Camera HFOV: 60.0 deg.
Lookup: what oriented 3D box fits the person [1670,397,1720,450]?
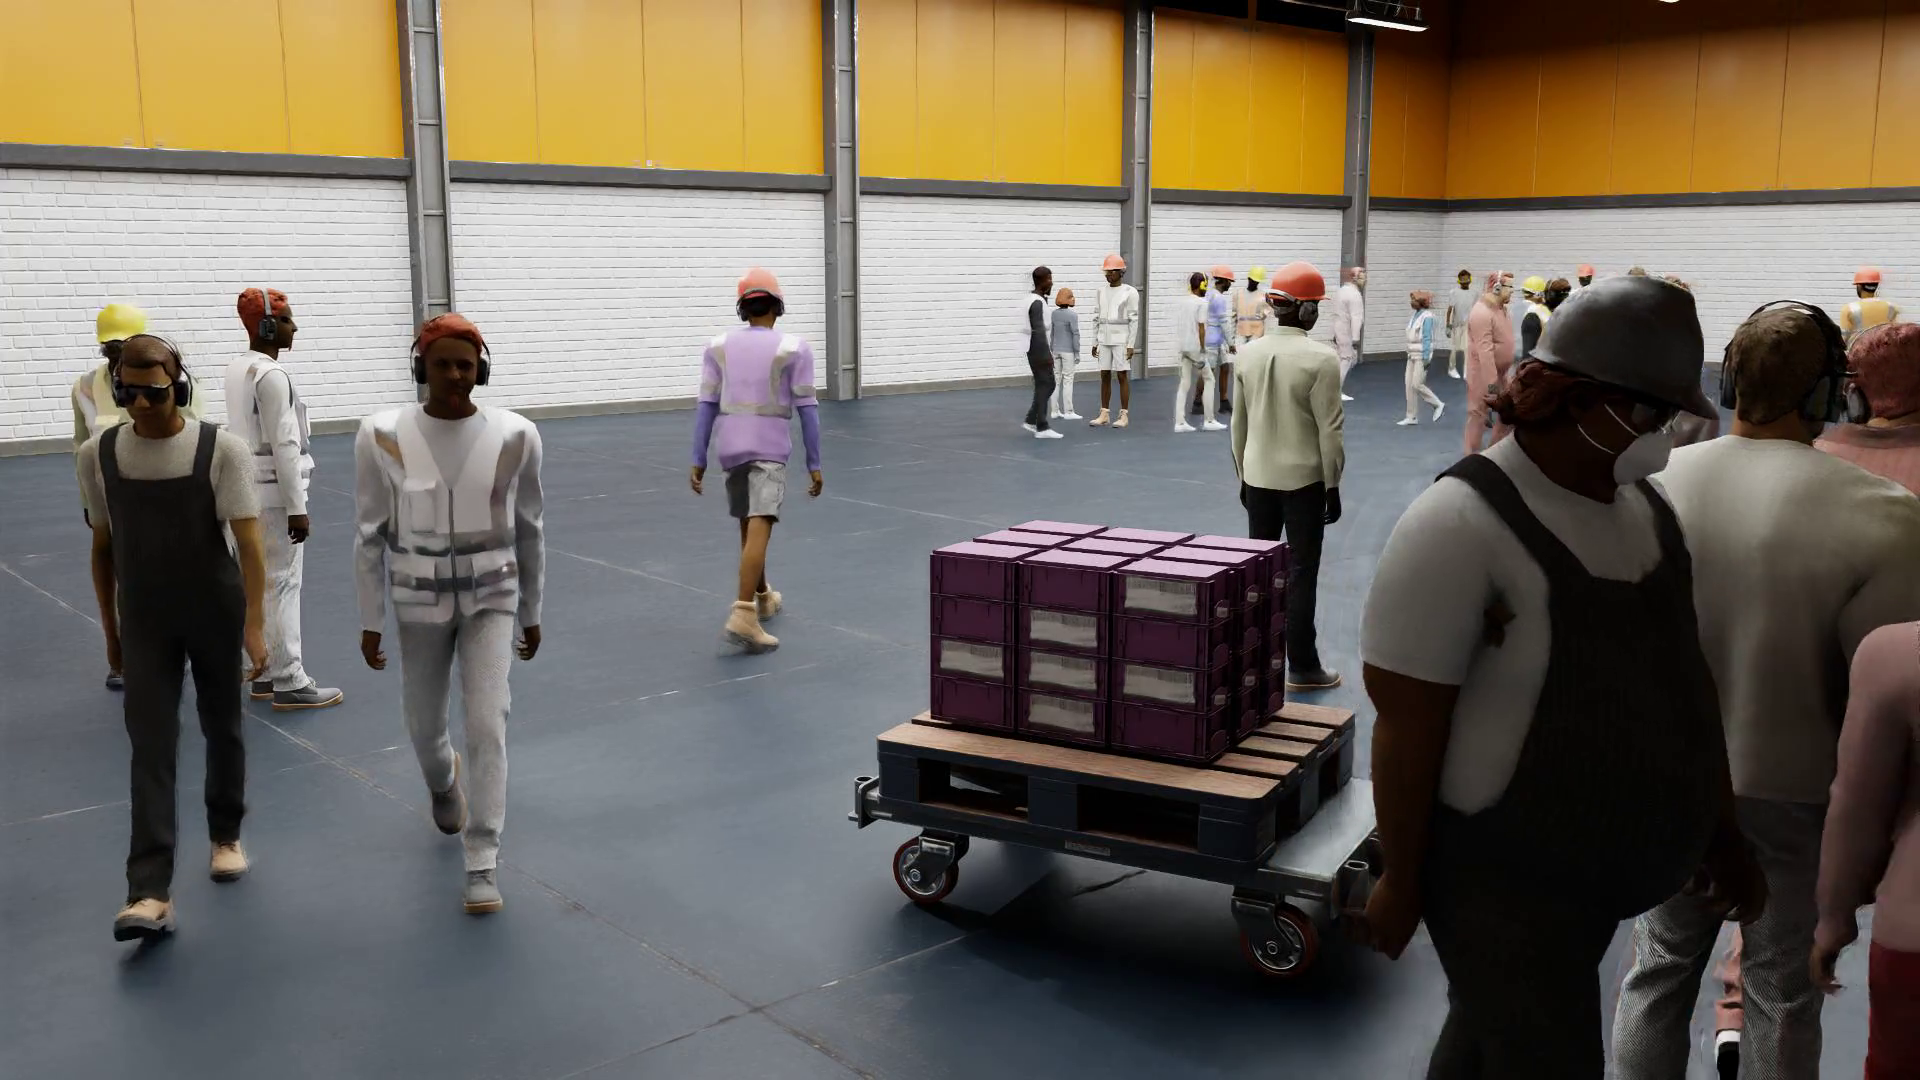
[{"bbox_3d":[2.413,0.037,6.104,0.619,1.918,0.988,3,10,19],"label":"person"}]

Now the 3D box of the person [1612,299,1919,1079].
[{"bbox_3d":[1.571,0.498,3.324,0.372,1.940,0.629,-8,13,-41],"label":"person"}]

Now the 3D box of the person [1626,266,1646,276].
[{"bbox_3d":[7.866,-2.243,19.503,0.639,1.891,0.974,0,10,-2],"label":"person"}]

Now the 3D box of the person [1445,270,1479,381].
[{"bbox_3d":[8.249,-3.520,27.273,0.596,1.805,0.978,1,10,5],"label":"person"}]

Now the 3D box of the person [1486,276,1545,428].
[{"bbox_3d":[6.422,-2.136,19.171,0.789,1.807,0.605,-3,10,-15],"label":"person"}]

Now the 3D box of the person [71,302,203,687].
[{"bbox_3d":[-3.877,-0.211,7.874,0.622,1.802,0.722,-3,10,-14],"label":"person"}]

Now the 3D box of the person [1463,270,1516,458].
[{"bbox_3d":[4.781,-1.449,14.849,0.555,1.889,0.667,9,13,42],"label":"person"}]

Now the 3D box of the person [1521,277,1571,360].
[{"bbox_3d":[5.535,-1.559,15.681,0.636,1.826,0.606,-5,11,-28],"label":"person"}]

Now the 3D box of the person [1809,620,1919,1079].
[{"bbox_3d":[1.779,0.689,2.877,0.543,1.706,0.747,8,13,39],"label":"person"}]

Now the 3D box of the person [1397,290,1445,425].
[{"bbox_3d":[5.511,-2.165,19.833,0.454,1.620,0.526,-2,10,-10],"label":"person"}]

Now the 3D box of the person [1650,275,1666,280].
[{"bbox_3d":[4.417,-0.765,10.849,0.513,1.905,0.638,-9,13,-43],"label":"person"}]

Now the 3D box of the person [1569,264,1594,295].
[{"bbox_3d":[9.321,-3.143,24.728,0.550,1.914,0.819,8,12,38],"label":"person"}]

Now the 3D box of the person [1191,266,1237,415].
[{"bbox_3d":[3.328,-2.526,21.134,0.811,1.893,0.541,1,10,3],"label":"person"}]

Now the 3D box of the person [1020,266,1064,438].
[{"bbox_3d":[0.910,-2.083,18.509,0.478,1.913,0.616,1,10,6],"label":"person"}]

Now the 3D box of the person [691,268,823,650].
[{"bbox_3d":[-1.076,-0.445,8.826,0.665,1.970,1.140,3,10,15],"label":"person"}]

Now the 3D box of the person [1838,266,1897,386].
[{"bbox_3d":[8.892,-1.731,16.413,0.575,1.922,0.407,0,10,-3],"label":"person"}]

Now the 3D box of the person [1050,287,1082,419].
[{"bbox_3d":[1.306,-2.317,20.689,0.280,1.636,0.500,-8,13,-41],"label":"person"}]

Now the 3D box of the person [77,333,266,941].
[{"bbox_3d":[-2.382,0.271,5.061,0.523,1.785,0.959,-2,10,-14],"label":"person"}]

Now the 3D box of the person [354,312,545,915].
[{"bbox_3d":[-1.625,0.198,5.348,0.584,1.860,0.786,-3,10,-16],"label":"person"}]

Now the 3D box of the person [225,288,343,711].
[{"bbox_3d":[-3.062,-0.177,7.443,0.355,1.882,0.575,-8,13,-41],"label":"person"}]

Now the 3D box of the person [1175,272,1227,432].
[{"bbox_3d":[2.779,-2.167,19.217,0.778,1.835,0.562,-5,11,-29],"label":"person"}]

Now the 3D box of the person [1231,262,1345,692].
[{"bbox_3d":[1.539,-0.291,7.779,0.382,1.995,0.612,-8,13,-41],"label":"person"}]

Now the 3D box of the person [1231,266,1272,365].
[{"bbox_3d":[4.043,-2.890,23.298,0.632,1.886,0.431,6,12,33],"label":"person"}]

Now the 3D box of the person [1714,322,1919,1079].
[{"bbox_3d":[2.065,0.461,3.724,0.621,1.883,0.769,-7,12,-35],"label":"person"}]

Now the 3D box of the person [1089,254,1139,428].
[{"bbox_3d":[1.809,-2.342,19.648,0.607,2.044,0.375,7,12,37],"label":"person"}]

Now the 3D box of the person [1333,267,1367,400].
[{"bbox_3d":[5.436,-2.875,23.274,0.455,1.874,0.673,0,10,0],"label":"person"}]

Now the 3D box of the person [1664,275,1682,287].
[{"bbox_3d":[6.849,-1.656,16.240,0.609,1.830,0.450,6,11,29],"label":"person"}]

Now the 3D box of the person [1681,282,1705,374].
[{"bbox_3d":[11.679,-3.353,26.838,0.774,1.606,0.519,0,10,-1],"label":"person"}]
